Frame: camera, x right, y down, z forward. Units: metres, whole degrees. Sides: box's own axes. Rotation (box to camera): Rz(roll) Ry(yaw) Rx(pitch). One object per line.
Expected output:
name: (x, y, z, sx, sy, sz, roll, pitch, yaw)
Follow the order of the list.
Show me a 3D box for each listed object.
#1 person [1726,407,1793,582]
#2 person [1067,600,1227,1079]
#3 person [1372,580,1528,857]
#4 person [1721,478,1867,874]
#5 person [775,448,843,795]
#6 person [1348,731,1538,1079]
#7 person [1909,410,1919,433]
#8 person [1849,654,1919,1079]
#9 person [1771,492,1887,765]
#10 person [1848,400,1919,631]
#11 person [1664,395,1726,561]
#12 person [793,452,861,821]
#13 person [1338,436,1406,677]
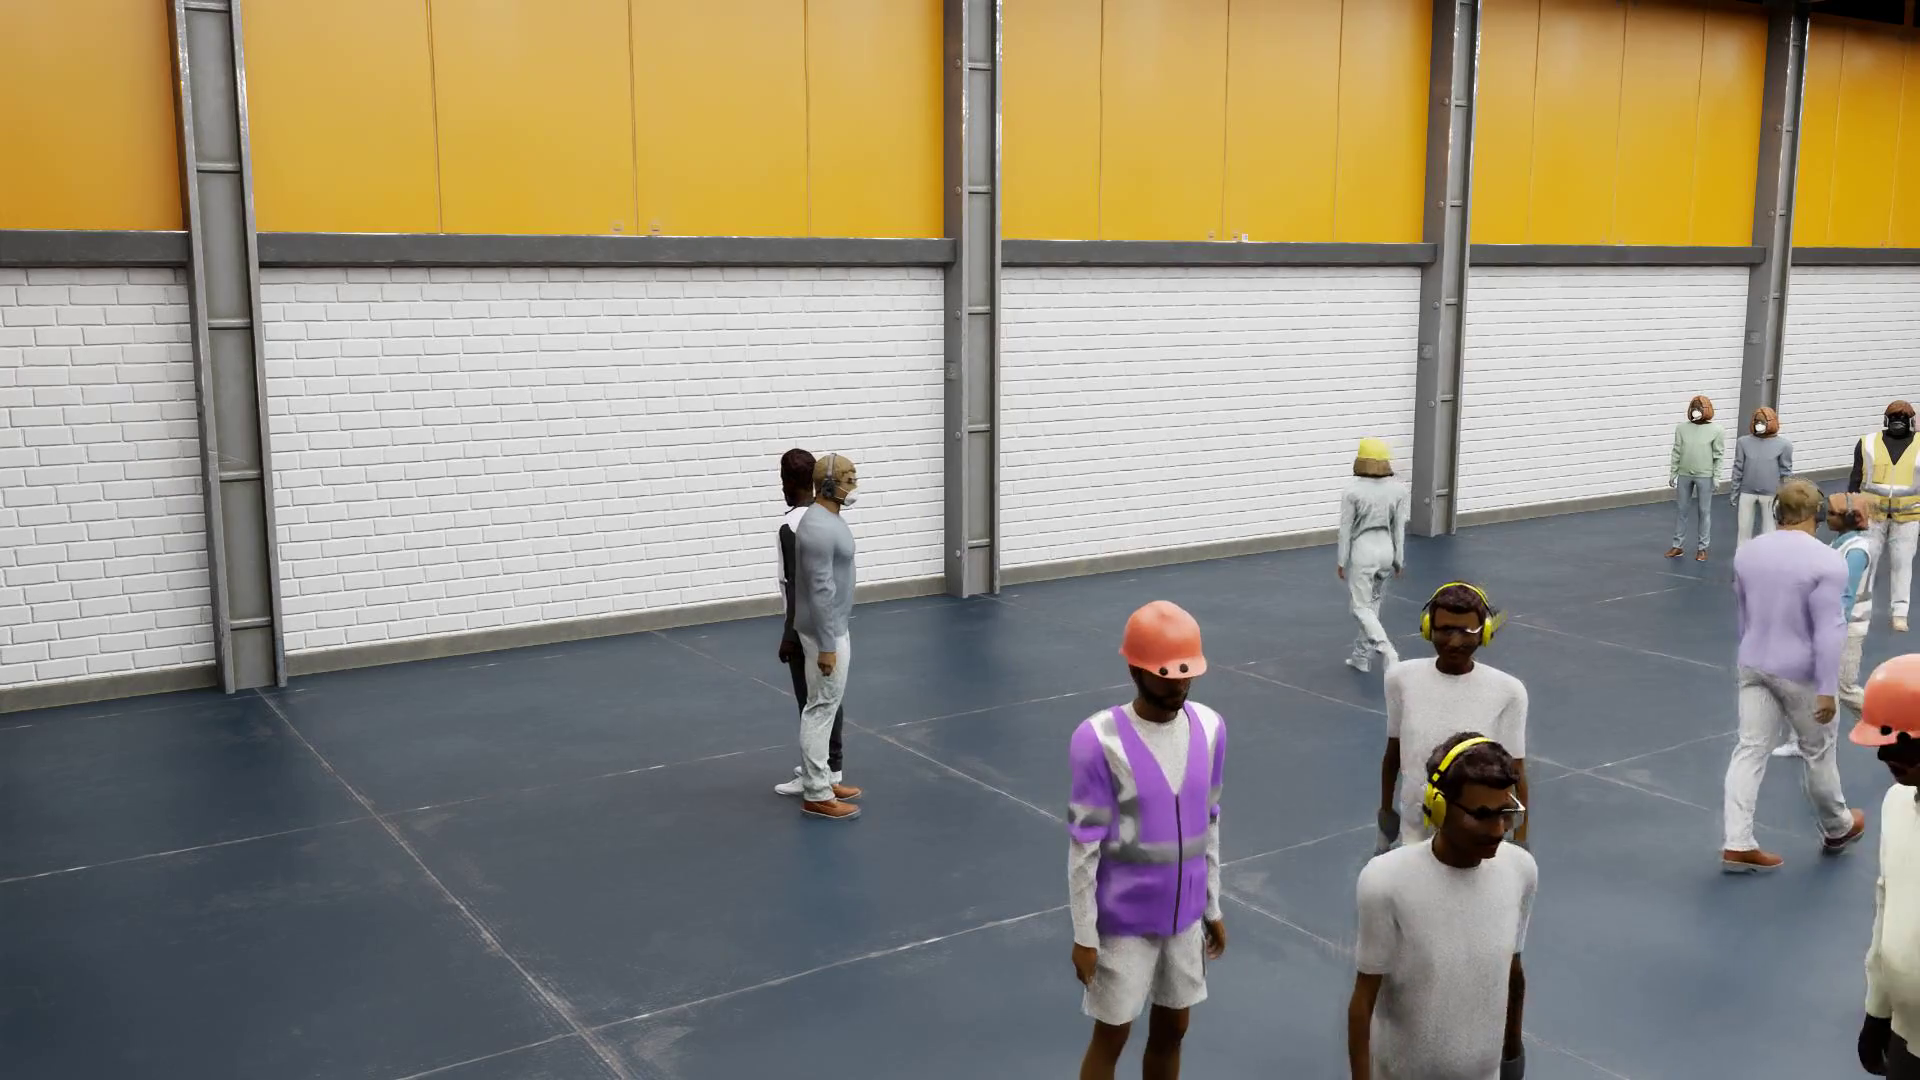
person: (7.282, -0.400, 15.142, 0.503, 1.632, 0.274, 8, 13, 42)
person: (0.589, 1.126, 5.042, 0.552, 1.933, 0.378, -5, 11, -28)
person: (1.693, 1.054, 5.780, 0.554, 1.830, 0.806, 4, 10, 24)
person: (4.062, 0.651, 8.074, 1.011, 1.875, 0.680, -4, 10, -25)
person: (-0.821, 0.451, 9.161, 0.386, 1.916, 0.590, 3, 10, 17)
person: (1.173, 1.327, 4.191, 0.576, 1.834, 0.881, -2, 10, -14)
person: (9.786, -0.741, 16.801, 0.325, 1.767, 0.533, -8, 12, -39)
person: (2.503, 1.260, 4.171, 0.606, 1.956, 0.659, 1, 9, 4)
person: (5.153, 0.521, 9.643, 0.671, 1.617, 0.522, 2, 10, 11)
person: (7.434, -0.197, 13.293, 0.627, 1.844, 0.429, 6, 11, 30)
person: (7.266, -0.615, 16.433, 0.499, 1.634, 0.278, 9, 13, 43)
person: (-0.701, 0.499, 8.811, 0.355, 1.936, 0.635, 0, 9, -1)
person: (2.922, 0.137, 11.681, 0.486, 1.720, 0.740, -3, 10, -16)
